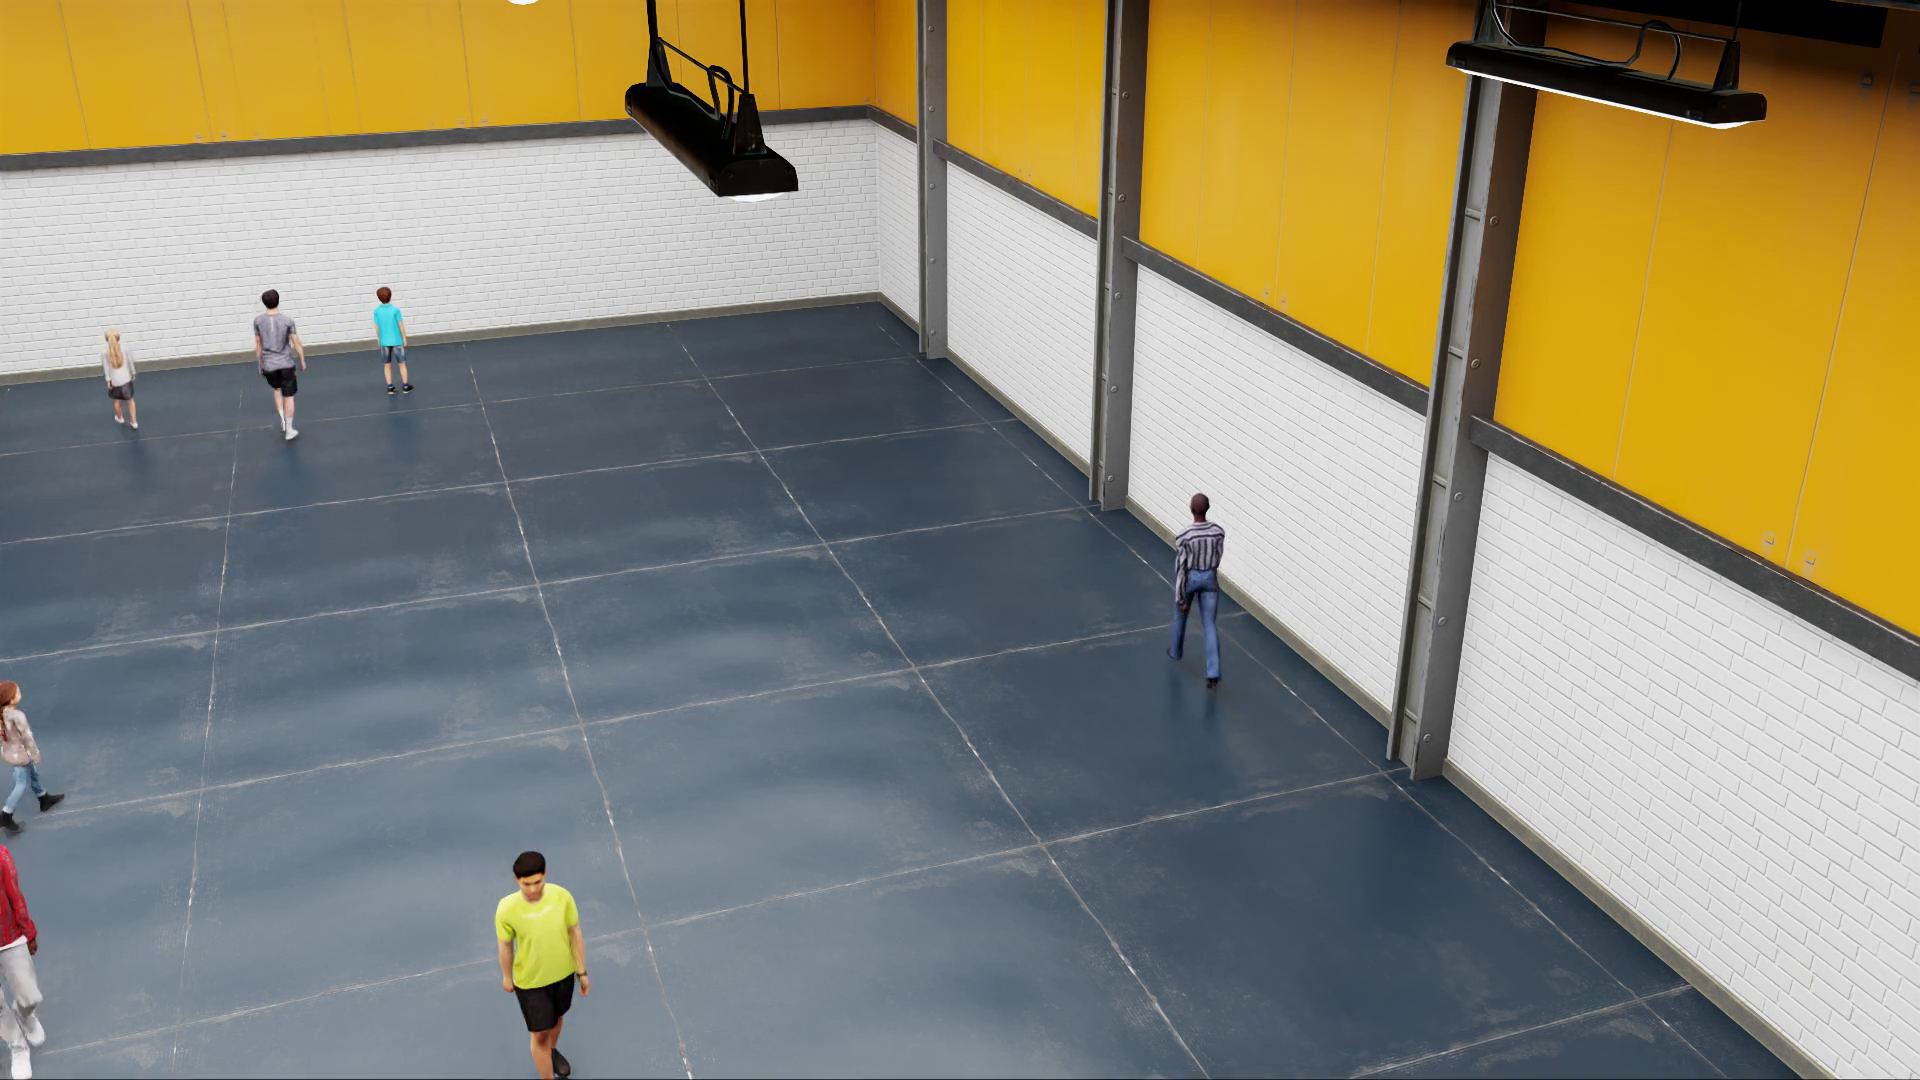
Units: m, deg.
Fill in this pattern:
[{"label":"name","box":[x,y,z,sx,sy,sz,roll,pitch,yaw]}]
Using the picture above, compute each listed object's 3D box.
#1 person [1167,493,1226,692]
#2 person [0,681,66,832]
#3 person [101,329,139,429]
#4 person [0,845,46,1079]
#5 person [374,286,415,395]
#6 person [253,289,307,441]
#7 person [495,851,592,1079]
[{"label":"person","box":[2.126,0.483,14.513,0.748,1.745,1.186,-5,24,-11]},{"label":"person","box":[-7.172,1.634,12.587,0.823,1.180,0.862,13,27,27]},{"label":"person","box":[-10.491,-2.001,20.804,0.645,1.257,0.792,-17,29,-34]},{"label":"person","box":[-5.891,2.399,10.050,0.766,1.809,0.817,-16,28,-32]},{"label":"person","box":[-7.552,-2.659,22.072,0.570,1.449,0.546,-2,24,-4]},{"label":"person","box":[-8.344,-2.111,20.310,0.774,1.856,0.794,-2,24,-5]},{"label":"person","box":[-2.511,2.521,9.930,0.733,1.682,0.932,-15,28,-30]}]
